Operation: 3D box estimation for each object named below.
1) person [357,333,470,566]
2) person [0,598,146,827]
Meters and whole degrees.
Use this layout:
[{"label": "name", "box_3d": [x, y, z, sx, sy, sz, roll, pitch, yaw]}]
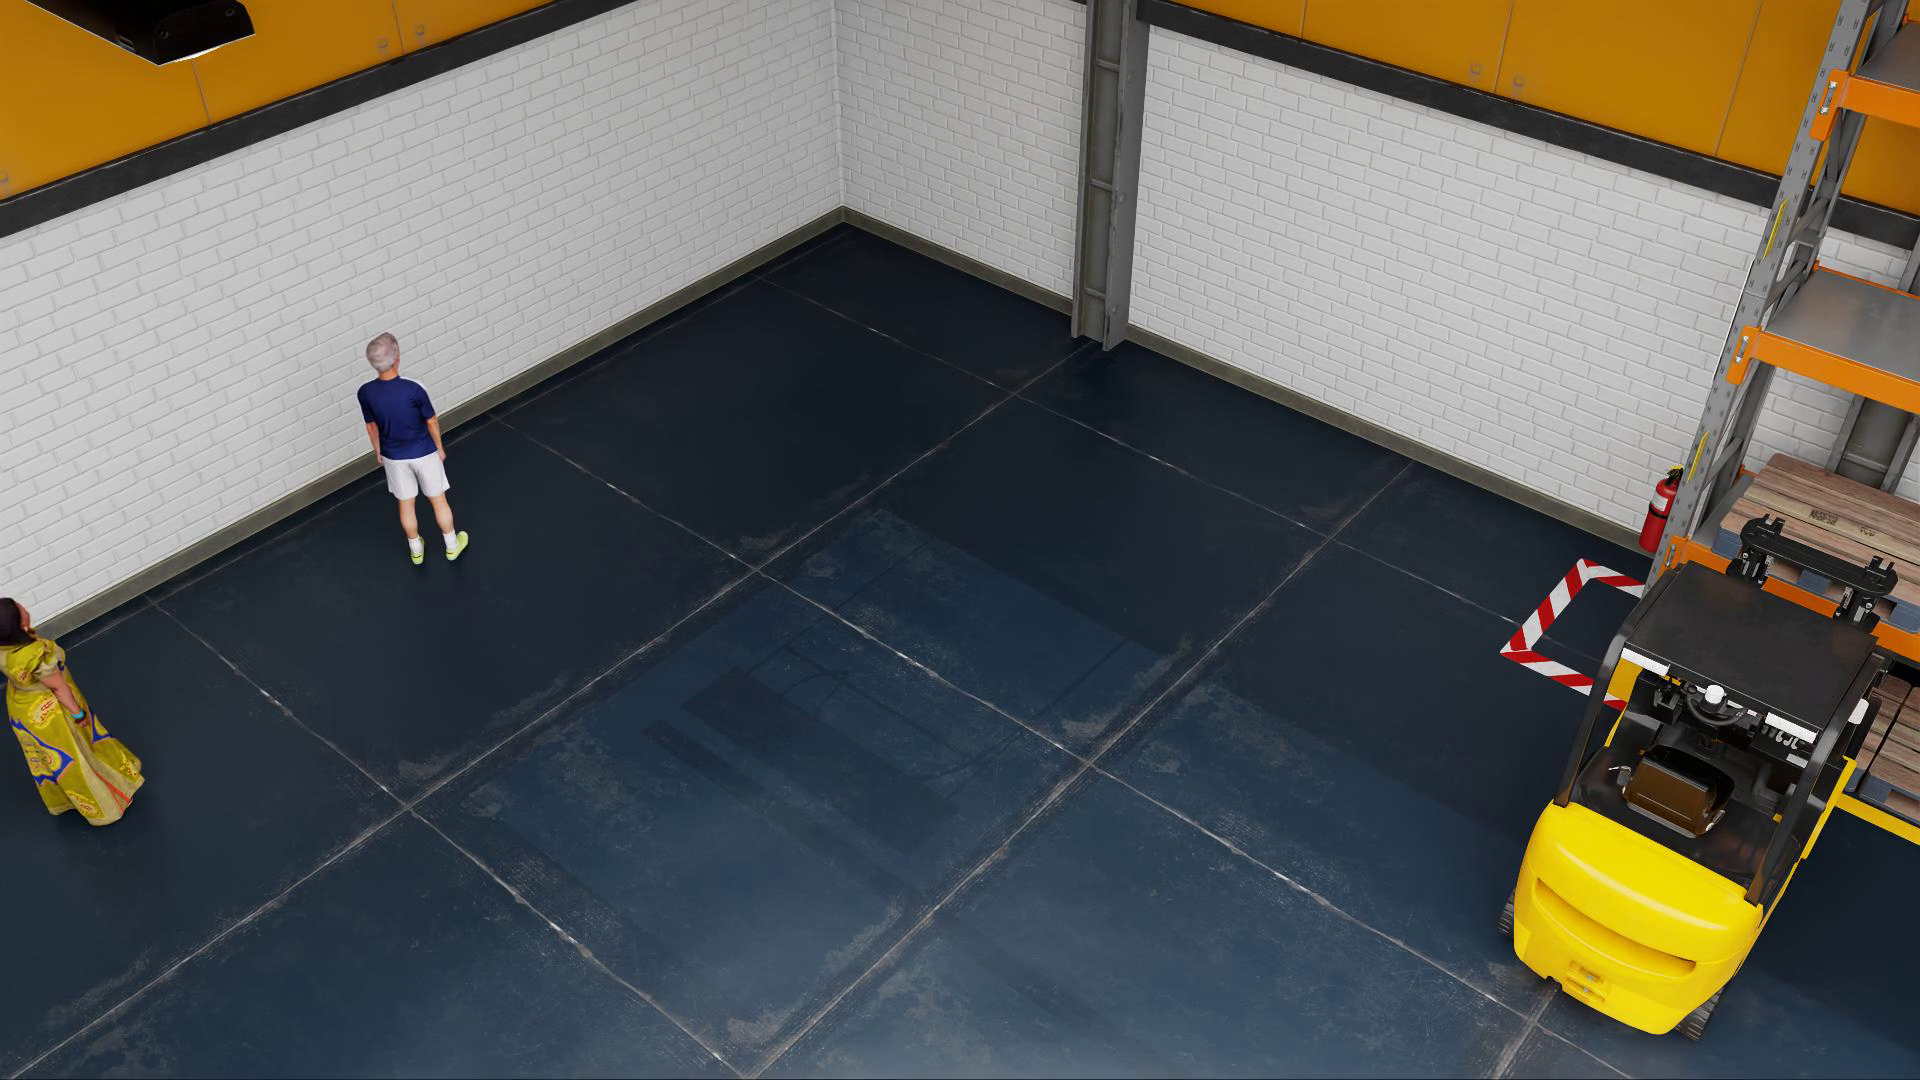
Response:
[{"label": "person", "box_3d": [-3.849, -0.619, 11.630, 0.717, 1.831, 0.770, -4, 39, -5]}, {"label": "person", "box_3d": [-5.339, 0.992, 9.752, 0.823, 1.659, 0.994, 16, 41, 19]}]
